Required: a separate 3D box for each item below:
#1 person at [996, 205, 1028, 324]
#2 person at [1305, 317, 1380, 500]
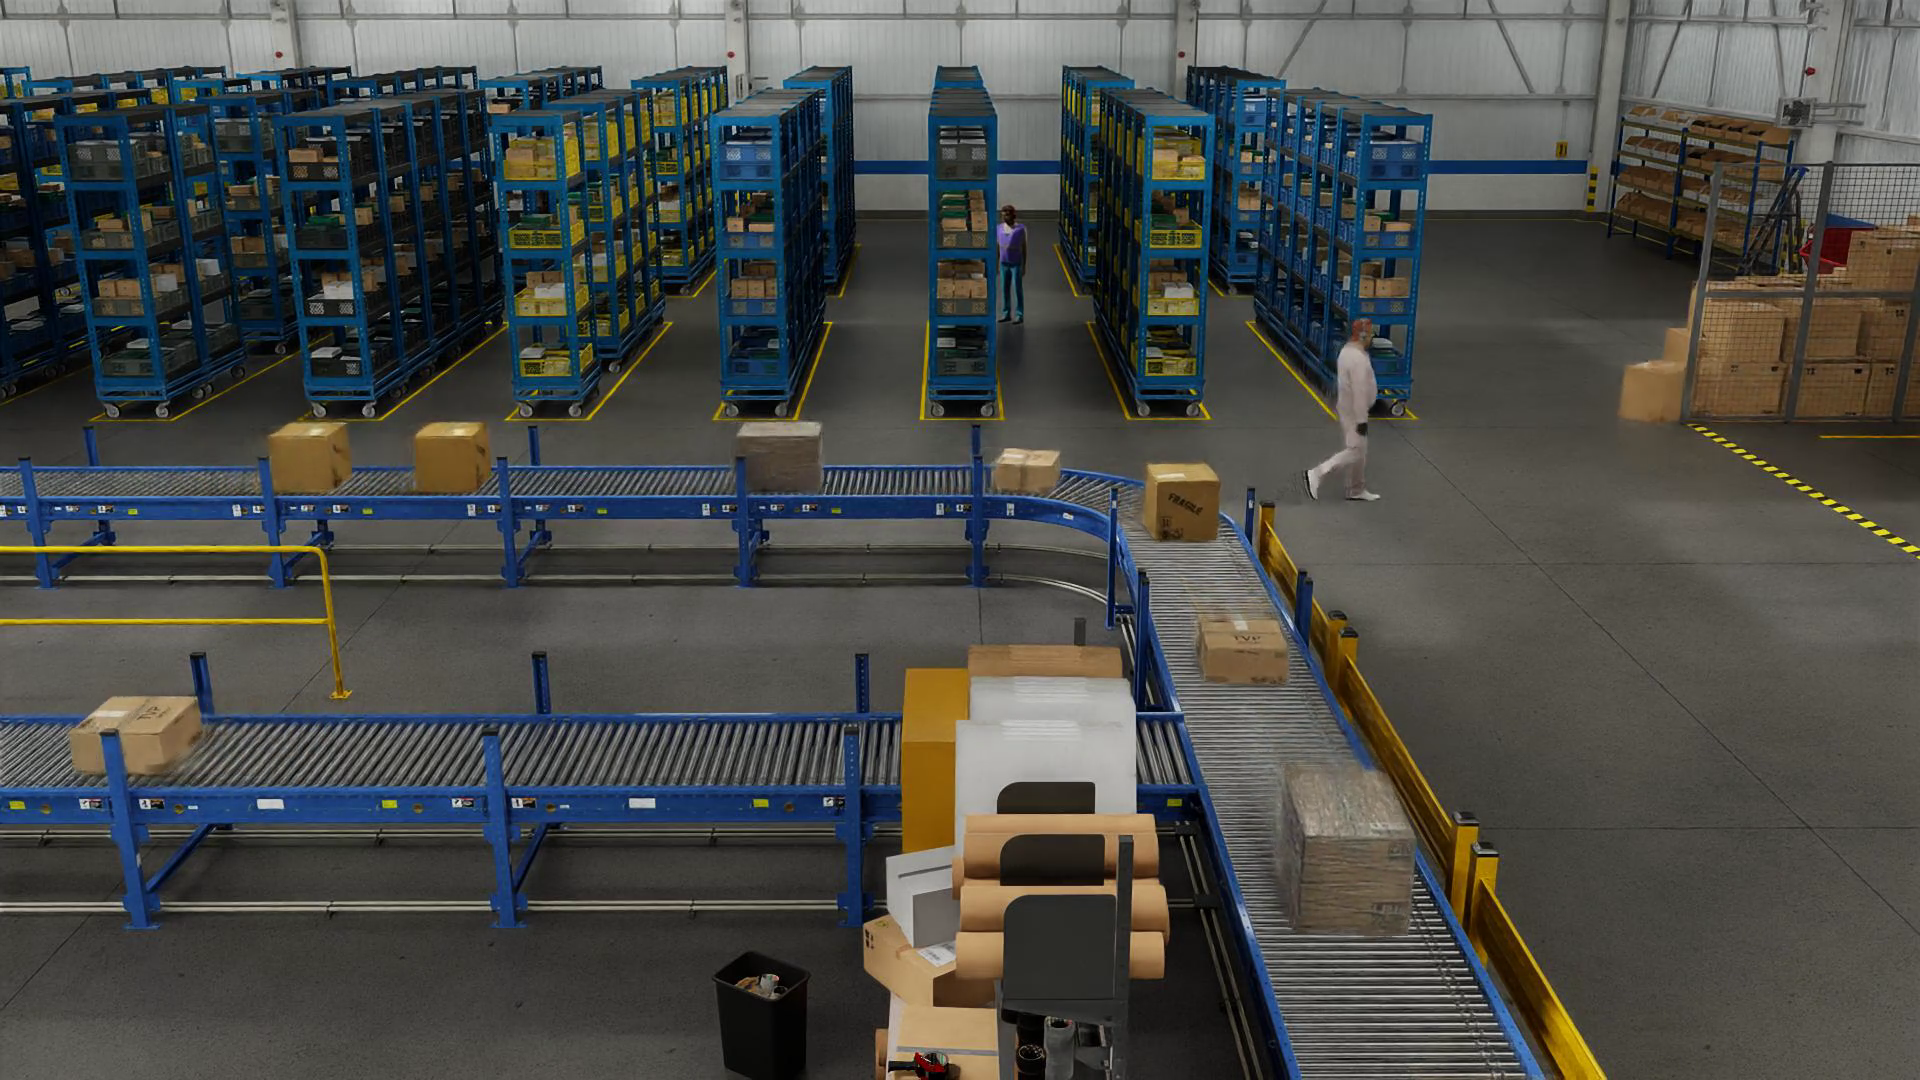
[{"bbox_3d":[0.795,-4.294,25.908,0.571,1.831,0.409,11,21,31],"label":"person"},{"bbox_3d":[3.864,-1.276,16.519,0.709,1.885,0.654,2,18,6],"label":"person"}]
